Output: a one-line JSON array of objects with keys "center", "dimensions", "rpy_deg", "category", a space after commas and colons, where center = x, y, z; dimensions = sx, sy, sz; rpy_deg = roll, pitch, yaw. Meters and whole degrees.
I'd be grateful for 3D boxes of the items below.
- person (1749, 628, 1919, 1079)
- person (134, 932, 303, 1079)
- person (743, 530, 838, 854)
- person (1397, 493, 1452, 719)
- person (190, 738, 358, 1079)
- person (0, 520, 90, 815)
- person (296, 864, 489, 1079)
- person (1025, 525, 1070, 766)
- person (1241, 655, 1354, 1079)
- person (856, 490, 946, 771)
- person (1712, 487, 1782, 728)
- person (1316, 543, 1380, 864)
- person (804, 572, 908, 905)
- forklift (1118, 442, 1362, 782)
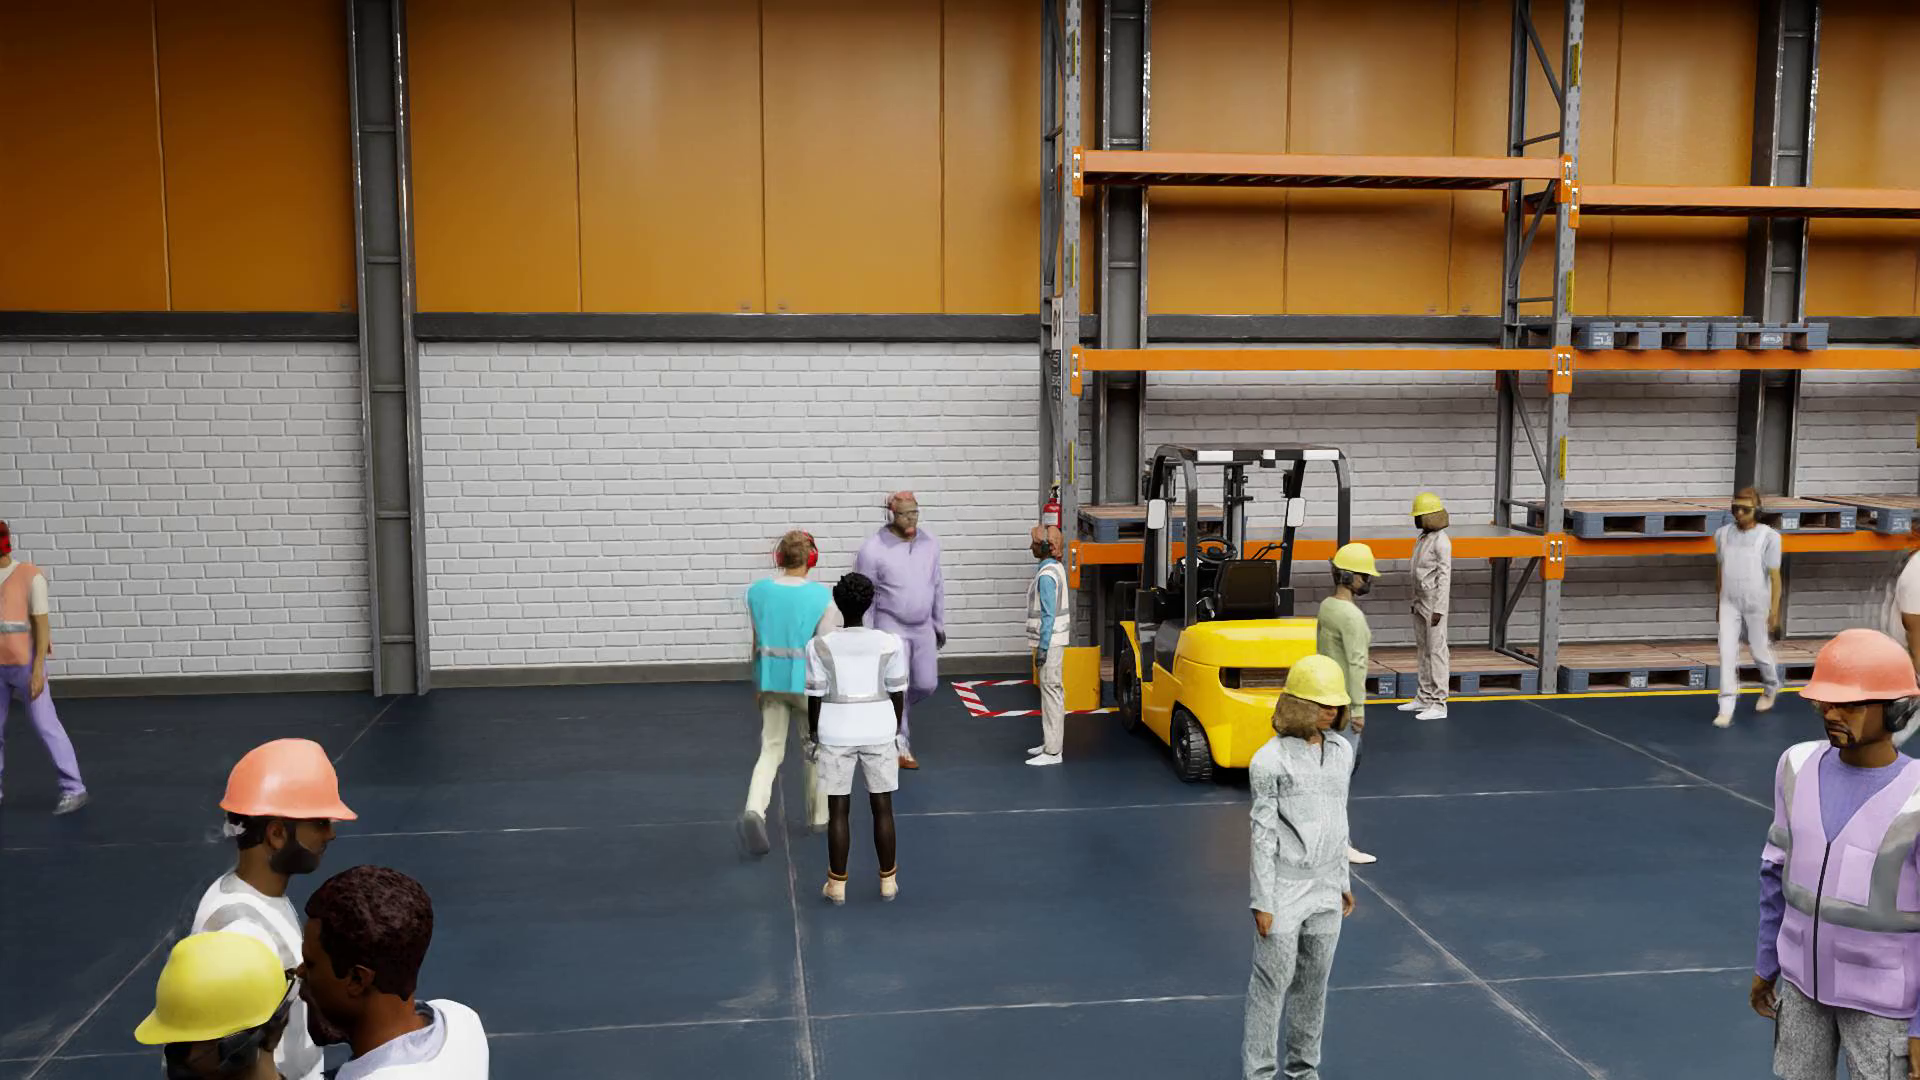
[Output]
[{"center": [2.530, 1.263, 4.749], "dimensions": [0.373, 2.044, 0.606], "rpy_deg": [-3, 7, -27], "category": "person"}, {"center": [-1.329, 1.586, 3.140], "dimensions": [0.525, 1.765, 0.329], "rpy_deg": [6, 9, 41], "category": "person"}, {"center": [-0.968, 0.849, 9.420], "dimensions": [0.555, 1.807, 0.850], "rpy_deg": [2, 7, 15], "category": "person"}, {"center": [3.575, 0.502, 12.746], "dimensions": [0.311, 1.738, 0.483], "rpy_deg": [-1, 7, -7], "category": "person"}, {"center": [-1.686, 1.423, 3.949], "dimensions": [0.537, 1.909, 0.547], "rpy_deg": [-3, 7, -21], "category": "person"}, {"center": [-5.758, 0.771, 10.081], "dimensions": [0.607, 1.831, 0.430], "rpy_deg": [1, 7, 12], "category": "person"}, {"center": [-0.990, 1.524, 3.009], "dimensions": [0.399, 1.920, 0.590], "rpy_deg": [0, 7, -2], "category": "person"}, {"center": [0.598, 0.711, 11.331], "dimensions": [0.307, 1.640, 0.518], "rpy_deg": [1, 7, 7], "category": "person"}, {"center": [1.252, 1.269, 6.010], "dimensions": [0.492, 1.740, 0.325], "rpy_deg": [-5, 8, -36], "category": "person"}, {"center": [-0.419, 0.588, 11.324], "dimensions": [0.663, 1.887, 0.587], "rpy_deg": [-5, 8, -36], "category": "person"}, {"center": [5.980, 0.486, 12.574], "dimensions": [0.851, 1.816, 0.521], "rpy_deg": [-6, 9, -42], "category": "person"}, {"center": [2.134, 0.892, 9.229], "dimensions": [0.337, 1.761, 0.526], "rpy_deg": [-1, 7, -8], "category": "person"}, {"center": [-0.530, 1.009, 8.471], "dimensions": [0.533, 1.697, 0.322], "rpy_deg": [-1, 7, -10], "category": "person"}, {"center": [1.912, 0.418, 11.496], "dimensions": [1.214, 2.155, 2.313], "rpy_deg": [-1, 7, -8], "category": "forklift"}]
